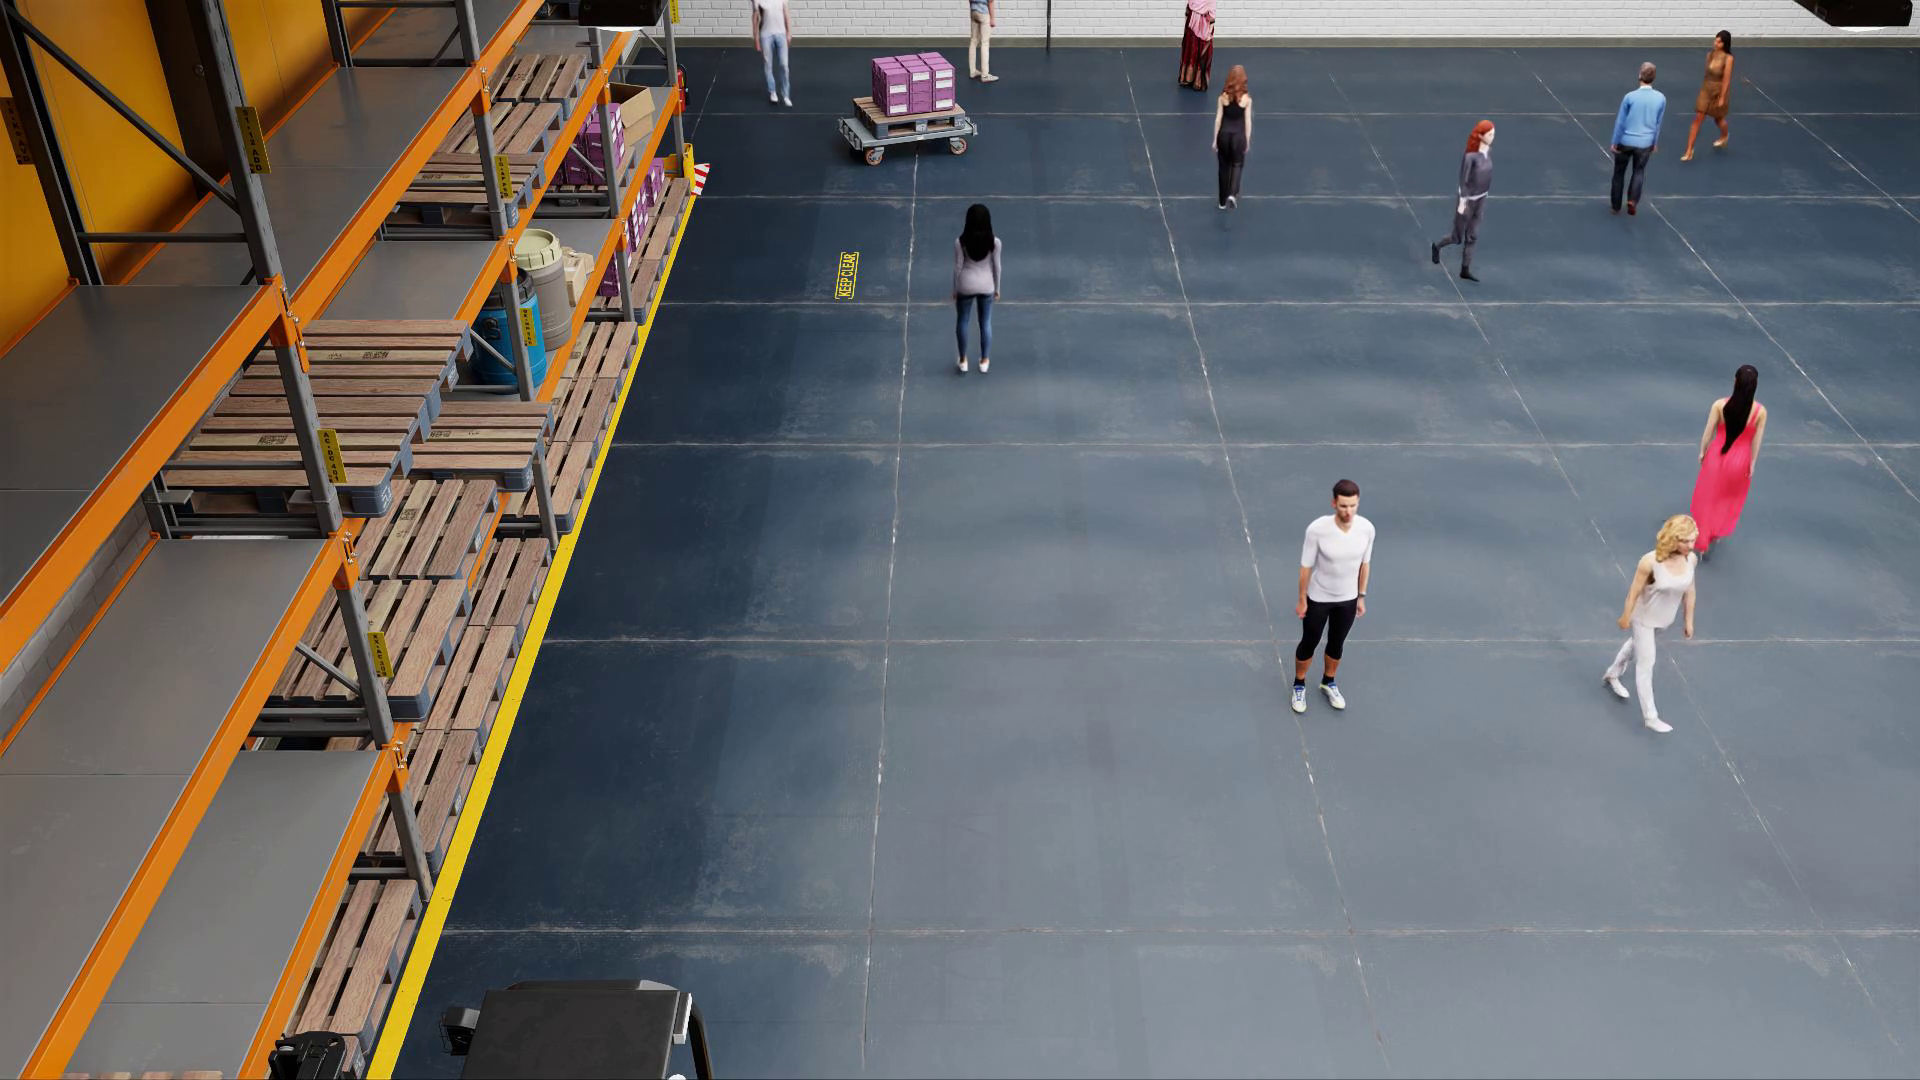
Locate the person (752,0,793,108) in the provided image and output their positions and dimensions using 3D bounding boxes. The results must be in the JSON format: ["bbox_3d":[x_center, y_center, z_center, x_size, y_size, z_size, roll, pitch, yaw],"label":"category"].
[{"bbox_3d":[-2.591,-6.919,22.800,0.830,1.830,0.975,-9,35,-13],"label":"person"}]

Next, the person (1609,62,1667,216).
[{"bbox_3d":[7.886,-4.629,19.377,0.772,1.805,0.910,7,34,10],"label":"person"}]

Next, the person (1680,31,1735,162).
[{"bbox_3d":[9.562,-5.590,20.976,0.996,1.636,1.078,-18,38,-25],"label":"person"}]

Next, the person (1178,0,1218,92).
[{"bbox_3d":[3.350,-7.142,23.307,0.760,1.639,0.807,26,41,33],"label":"person"}]

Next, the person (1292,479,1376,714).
[{"bbox_3d":[2.633,0.379,11.800,0.687,1.852,0.598,-4,34,-6],"label":"person"}]

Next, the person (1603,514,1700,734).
[{"bbox_3d":[4.887,0.485,11.841,0.808,1.630,1.102,-11,35,-16],"label":"person"}]

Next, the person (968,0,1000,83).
[{"bbox_3d":[0.295,-7.467,23.608,0.788,1.848,0.708,-25,41,-32],"label":"person"}]

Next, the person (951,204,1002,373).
[{"bbox_3d":[0.140,-2.414,16.110,0.652,1.731,0.594,-2,34,-3],"label":"person"}]

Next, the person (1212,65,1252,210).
[{"bbox_3d":[3.176,-4.667,19.497,0.652,1.734,0.860,4,34,6],"label":"person"}]

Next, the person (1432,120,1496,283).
[{"bbox_3d":[5.465,-3.678,17.979,0.881,1.769,0.979,-23,40,-30],"label":"person"}]

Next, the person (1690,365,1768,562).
[{"bbox_3d":[6.142,-0.570,13.360,0.782,1.706,0.886,16,37,22],"label":"person"}]
